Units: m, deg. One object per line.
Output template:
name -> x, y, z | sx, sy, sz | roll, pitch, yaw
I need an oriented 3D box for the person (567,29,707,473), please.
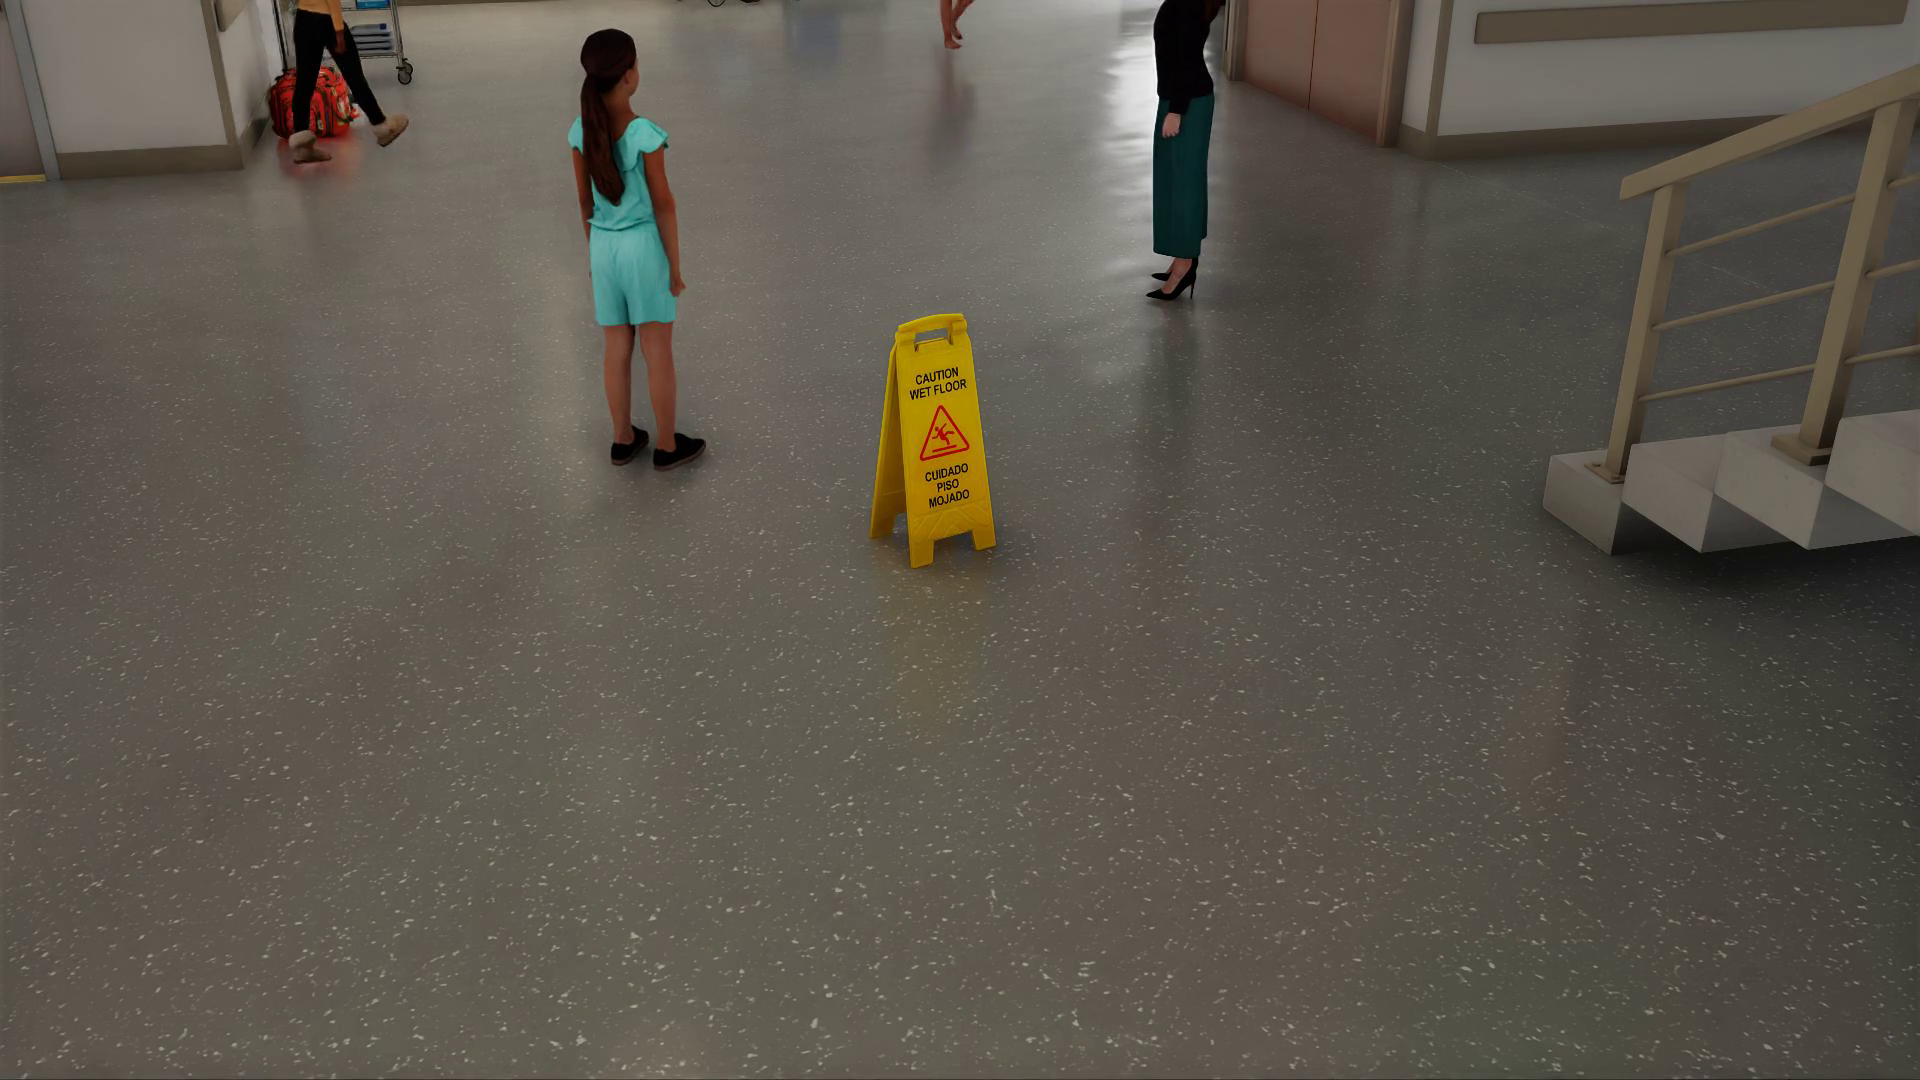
person -> -1.167, -1.011, 5.892 | 0.641, 1.558, 0.682 | 9, 27, 18

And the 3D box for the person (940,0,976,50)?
person -> -0.098, -5.028, 14.158 | 0.669, 1.613, 0.732 | -15, 30, -28

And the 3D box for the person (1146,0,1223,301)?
person -> 1.045, -1.992, 7.721 | 0.746, 1.735, 0.613 | 5, 26, 11

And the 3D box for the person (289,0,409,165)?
person -> -3.971, -3.085, 10.135 | 1.074, 1.608, 1.174 | 13, 29, 25
